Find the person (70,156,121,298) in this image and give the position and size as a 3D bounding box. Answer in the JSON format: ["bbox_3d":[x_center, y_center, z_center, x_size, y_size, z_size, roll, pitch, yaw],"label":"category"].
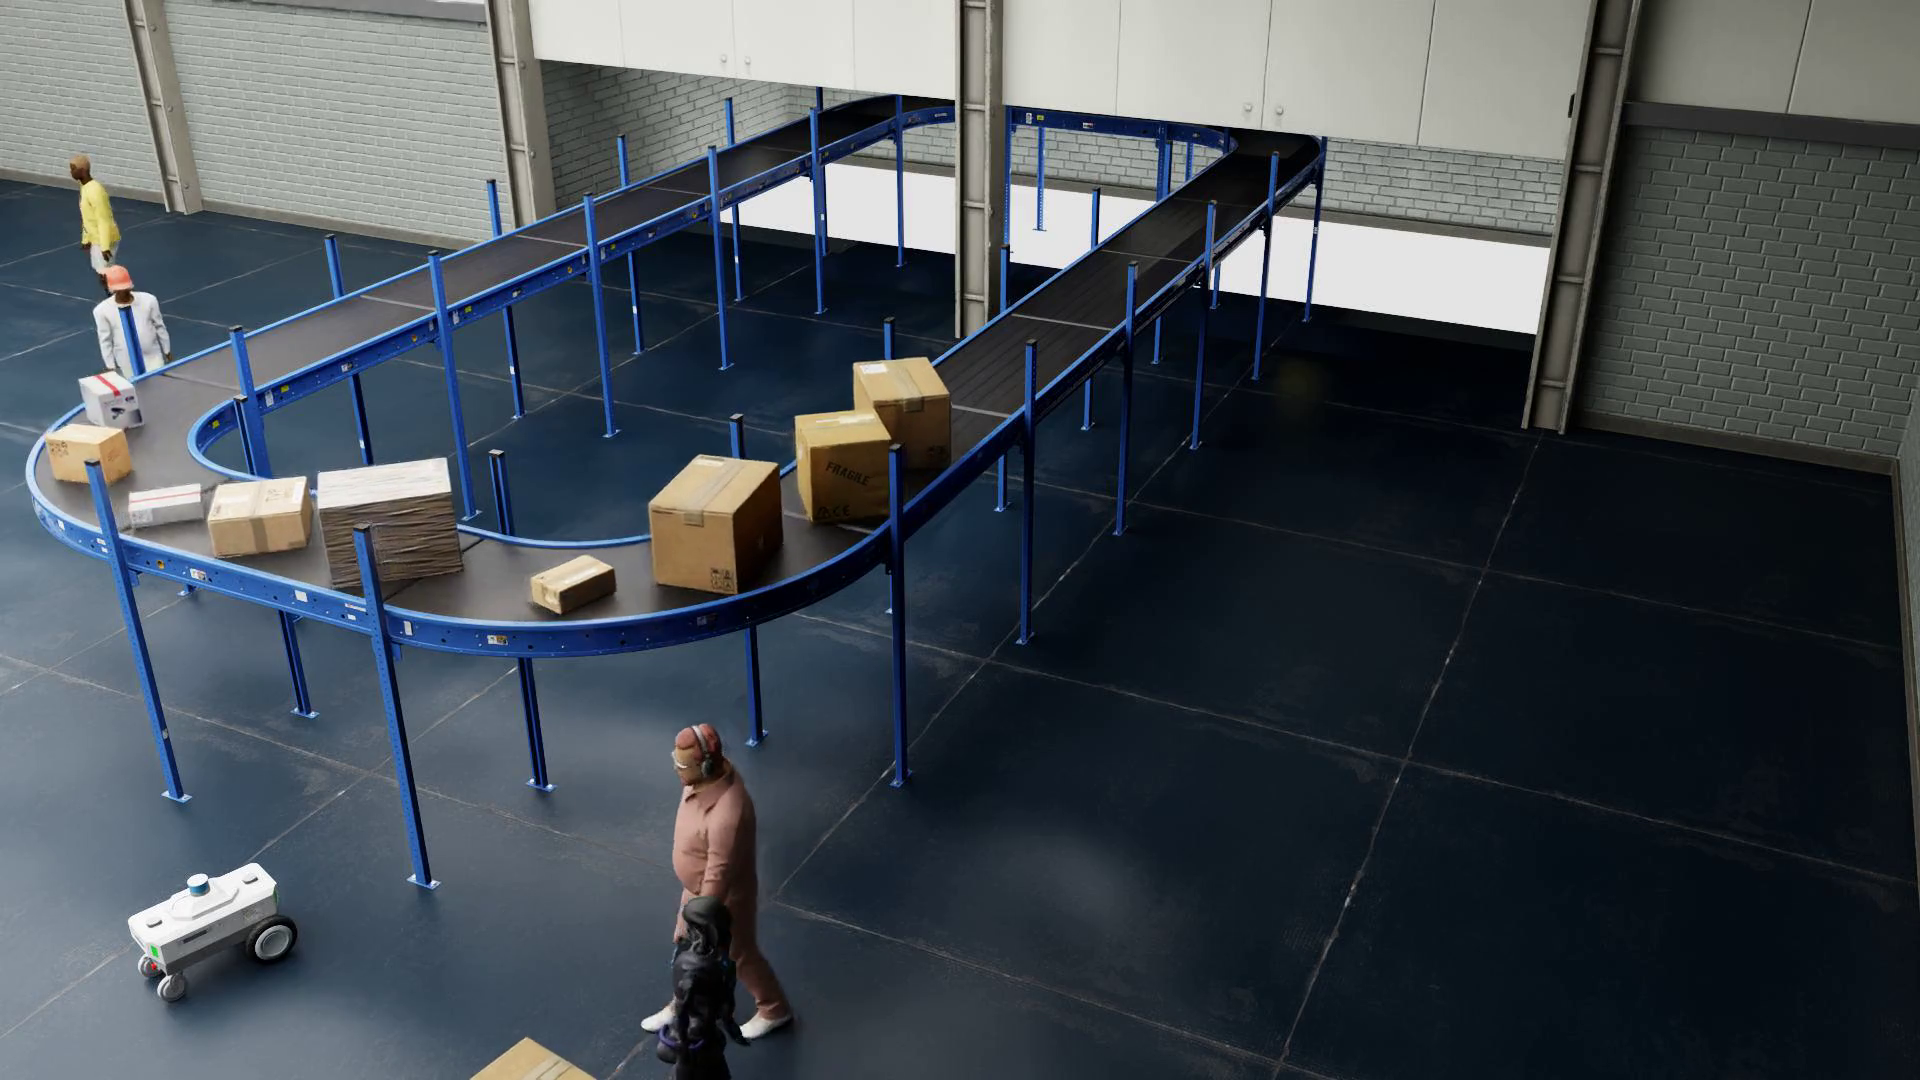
[{"bbox_3d":[-9.408,-3.234,18.205,0.431,1.872,0.633,-17,31,-30],"label":"person"}]

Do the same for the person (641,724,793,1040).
[{"bbox_3d":[-1.205,1.725,8.197,0.709,1.876,0.662,-11,28,-21],"label":"person"}]

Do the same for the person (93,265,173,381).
[{"bbox_3d":[-7.482,-1.658,15.159,0.587,1.733,0.501,-16,31,-30],"label":"person"}]

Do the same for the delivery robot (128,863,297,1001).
[{"bbox_3d":[-4.036,2.074,8.997,0.803,0.614,0.499,-24,35,-39],"label":"delivery robot"}]

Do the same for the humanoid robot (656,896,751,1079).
[{"bbox_3d":[-1.115,2.264,7.350,0.699,1.623,0.592,6,27,12],"label":"humanoid robot"}]

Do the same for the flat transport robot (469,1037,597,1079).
[{"bbox_3d":[-1.770,3.209,7.009,1.431,0.231,0.659,-20,33,-35],"label":"flat transport robot"}]
